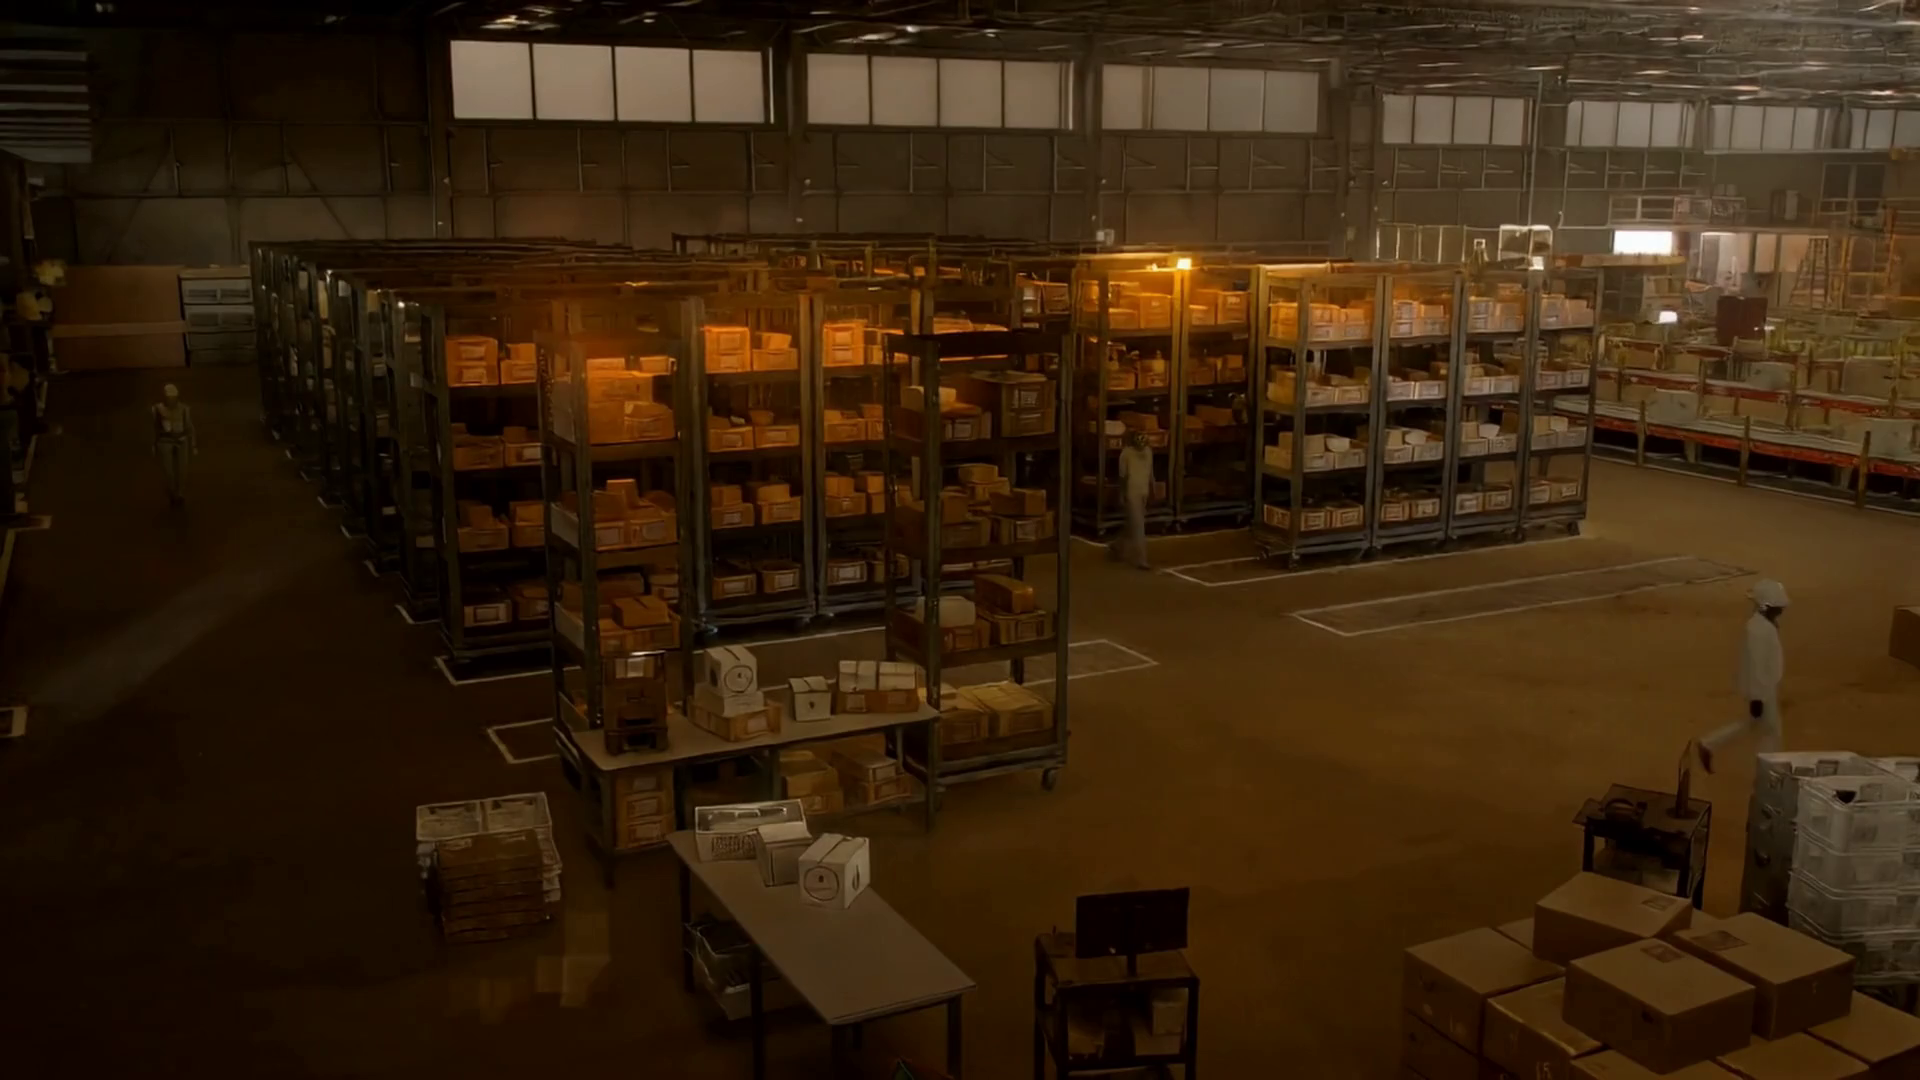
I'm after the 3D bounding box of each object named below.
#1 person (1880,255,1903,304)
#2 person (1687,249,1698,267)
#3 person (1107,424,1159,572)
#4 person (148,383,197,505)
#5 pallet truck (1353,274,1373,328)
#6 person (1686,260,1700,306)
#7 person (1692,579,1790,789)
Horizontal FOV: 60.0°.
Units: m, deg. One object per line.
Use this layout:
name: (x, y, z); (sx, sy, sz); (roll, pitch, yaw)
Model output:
person: (37.395, -10.435, 66.597); (0.555, 1.916, 0.777); (-11, 16, -42)
person: (32.322, -11.930, 73.601); (0.577, 1.905, 0.609); (9, 15, 35)
person: (2.140, -0.550, 20.577); (0.838, 1.820, 0.570); (11, 16, 42)
person: (-11.645, -1.419, 24.646); (0.633, 1.811, 0.532); (-9, 15, -37)
pallet truck: (13.011, -8.050, 55.243); (0.823, 1.965, 1.885); (-7, 14, -28)
person: (27.905, -9.708, 63.269); (0.574, 1.883, 0.355); (-6, 14, -27)
person: (6.223, 1.123, 13.008); (0.779, 1.715, 0.578); (6, 14, 27)
